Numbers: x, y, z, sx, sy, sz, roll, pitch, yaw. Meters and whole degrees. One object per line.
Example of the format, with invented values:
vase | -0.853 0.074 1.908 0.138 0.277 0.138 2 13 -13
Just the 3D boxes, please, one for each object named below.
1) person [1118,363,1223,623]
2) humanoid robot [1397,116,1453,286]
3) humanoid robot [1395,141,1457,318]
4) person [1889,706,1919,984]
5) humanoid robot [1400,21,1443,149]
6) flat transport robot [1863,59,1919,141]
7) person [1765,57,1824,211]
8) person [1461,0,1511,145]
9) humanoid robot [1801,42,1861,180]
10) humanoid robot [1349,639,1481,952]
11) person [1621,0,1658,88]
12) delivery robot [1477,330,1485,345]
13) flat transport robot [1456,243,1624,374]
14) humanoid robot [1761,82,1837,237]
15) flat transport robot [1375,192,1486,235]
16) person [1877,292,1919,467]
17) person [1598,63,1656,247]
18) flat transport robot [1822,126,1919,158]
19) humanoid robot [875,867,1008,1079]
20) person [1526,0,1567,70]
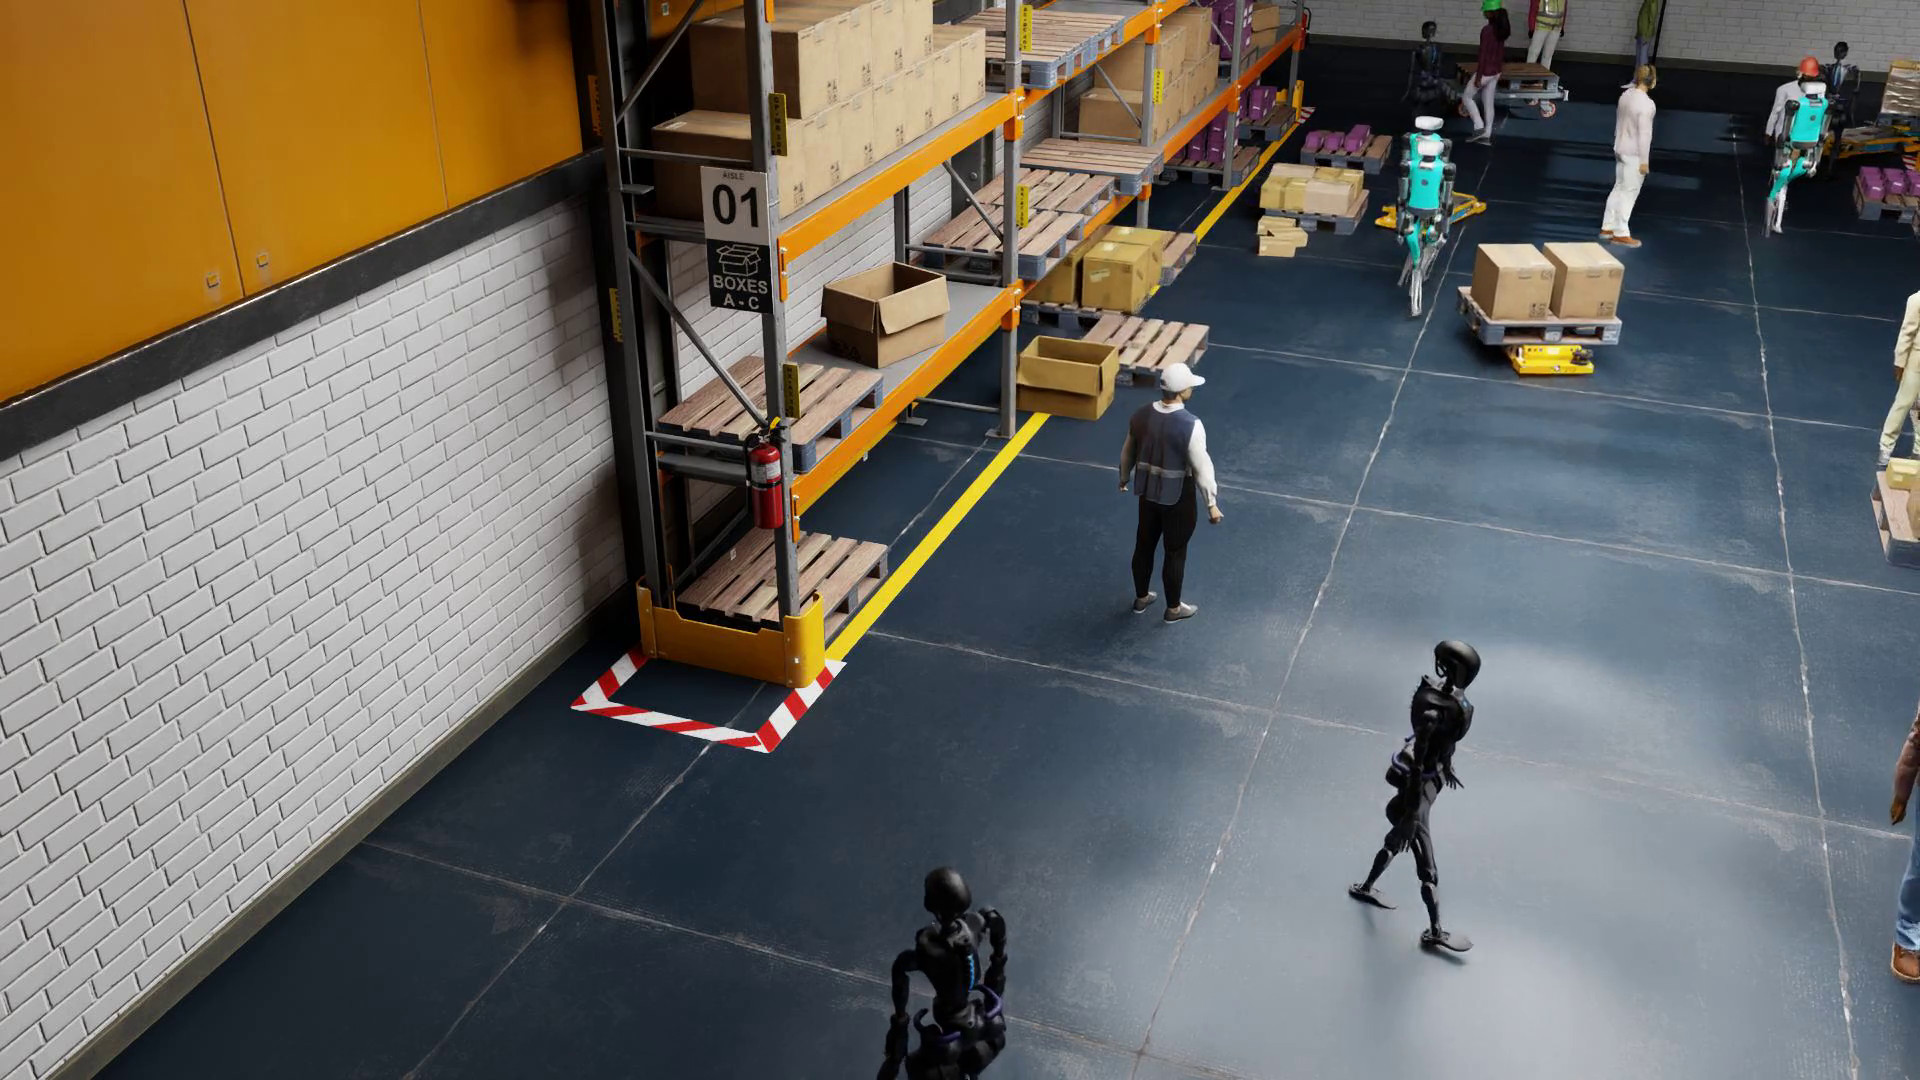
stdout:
person | 1.329 -0.302 10.710 0.762 1.756 0.443 21 34 35
humanoid robot | 4.739 -3.376 16.739 0.538 1.832 0.707 25 36 39
humanoid robot | 4.512 -3.055 16.125 0.536 1.750 0.965 11 29 21
person | 4.579 1.198 7.560 0.638 1.977 0.445 11 29 21
humanoid robot | 6.019 -5.895 21.647 0.589 1.651 0.323 -15 31 -27
flat transport robot | 12.976 -5.510 22.437 1.431 0.231 0.659 15 31 27
person | 9.706 -4.711 19.303 0.586 1.731 0.581 -2 27 -3
person | 6.937 -6.186 21.936 0.527 1.929 0.479 -21 34 -35
humanoid robot | 10.719 -5.275 20.457 0.594 1.645 0.331 16 31 28
humanoid robot | 2.261 1.175 7.955 0.681 1.633 0.604 17 32 29
person | 10.224 -7.540 24.884 0.279 1.633 0.497 3 27 5
delivery robot | 5.105 -2.147 15.618 0.499 0.609 0.812 2 27 4
flat transport robot | 5.297 -1.873 15.384 0.659 0.231 1.431 0 27 0
humanoid robot | 9.066 -4.122 18.255 0.543 1.888 0.740 -1 27 -2
flat transport robot | 5.412 -3.777 19.077 0.659 0.231 1.431 22 35 36
person | 7.487 -1.372 12.805 0.562 1.741 0.357 3 27 5
person | 7.276 -4.178 18.056 0.331 1.921 0.699 -1 27 -3
flat transport robot | 11.890 -5.241 21.917 1.431 0.231 0.659 -8 28 -15
humanoid robot | -0.075 1.901 6.522 0.602 1.641 0.483 -19 33 -32
person | 8.792 -7.668 24.909 0.631 1.843 0.429 -8 28 -15
